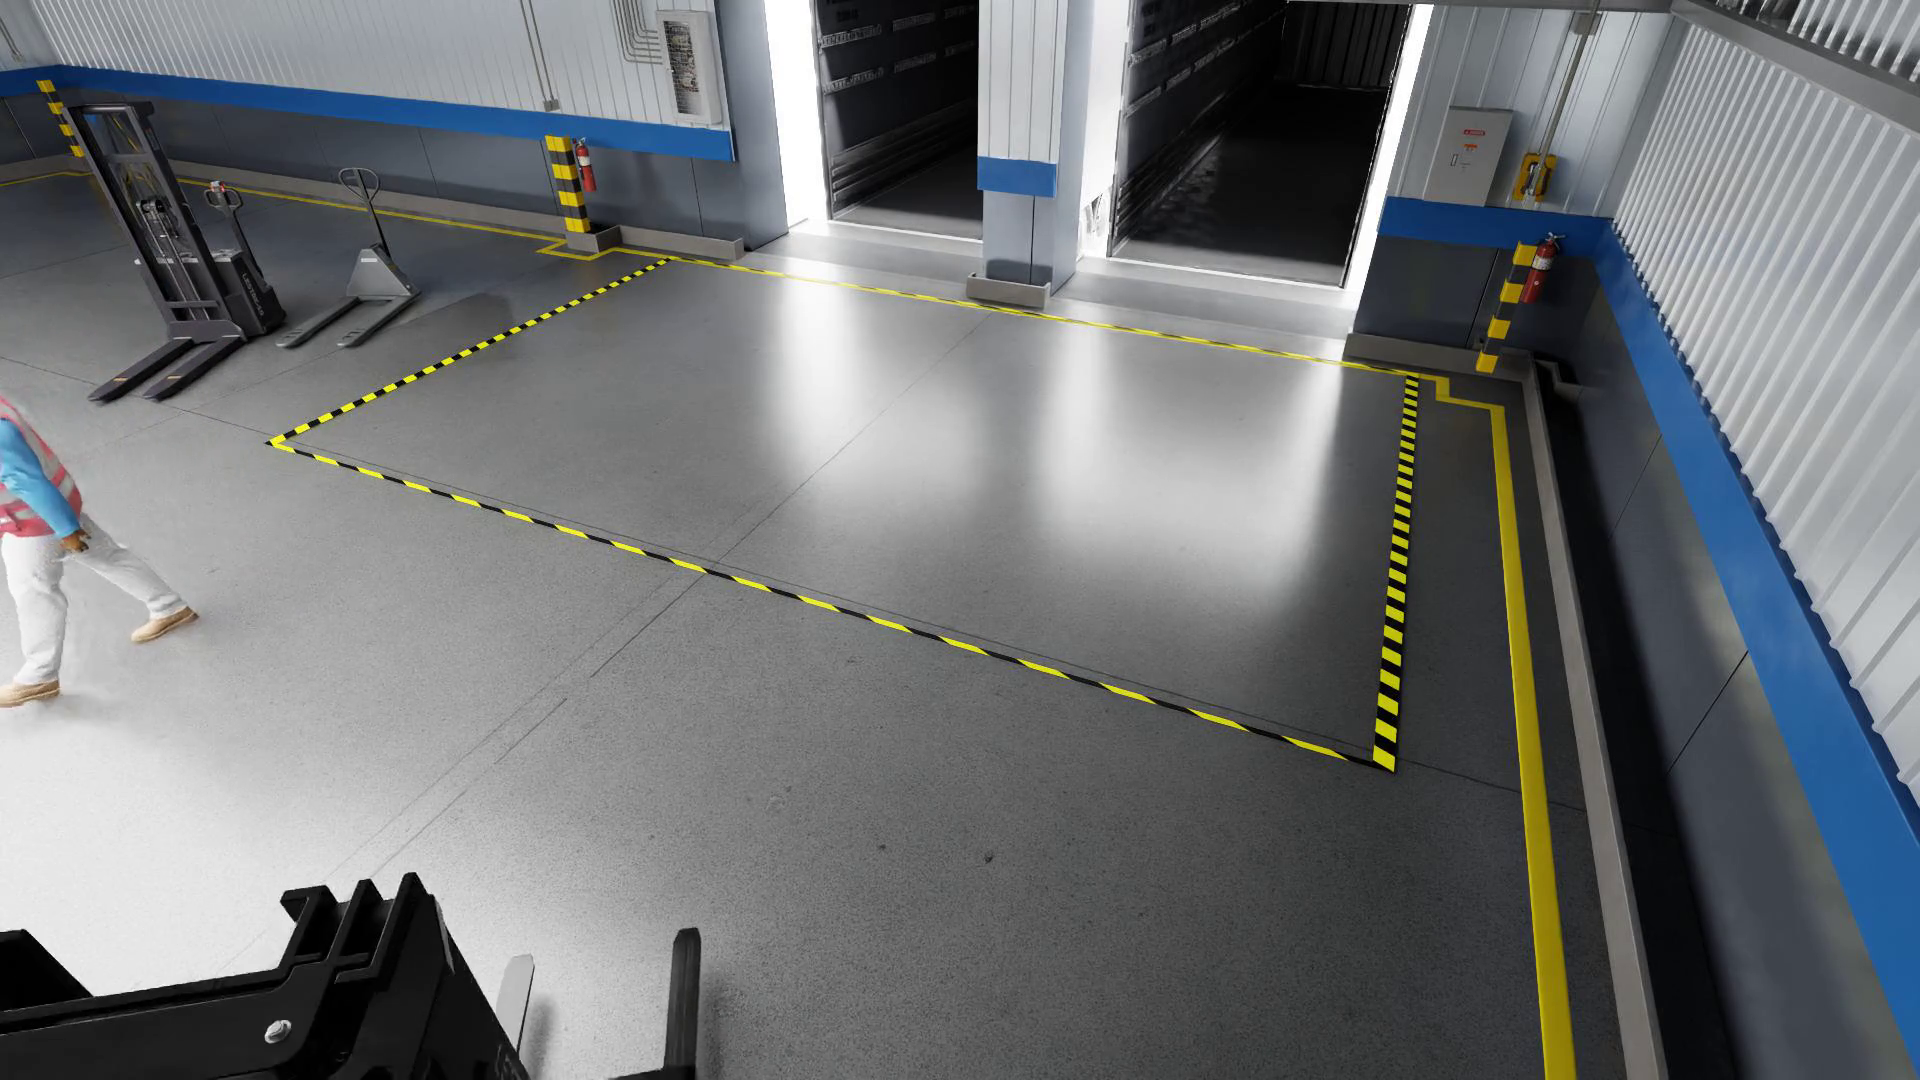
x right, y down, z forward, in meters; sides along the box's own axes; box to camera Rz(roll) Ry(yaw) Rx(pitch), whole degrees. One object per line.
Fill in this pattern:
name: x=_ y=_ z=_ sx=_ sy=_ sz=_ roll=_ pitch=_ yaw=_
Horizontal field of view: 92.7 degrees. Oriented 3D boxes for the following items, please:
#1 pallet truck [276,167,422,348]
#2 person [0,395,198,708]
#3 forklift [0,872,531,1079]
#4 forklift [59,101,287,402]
pallet truck: x=-5.732 y=-2.611 z=8.414 sx=0.680 sy=1.201 sz=1.601 roll=-1 pitch=35 yaw=-1
person: x=-4.517 y=-0.086 z=4.311 sx=0.641 sy=1.799 sz=0.902 roll=26 pitch=43 yaw=32
forklift: x=-0.873 y=1.991 z=0.861 sx=1.157 sy=2.036 sz=2.680 roll=-6 pitch=35 yaw=-8
forklift: x=-6.686 y=-2.387 z=7.434 sx=0.823 sy=1.965 sz=1.885 roll=-3 pitch=35 yaw=-5
